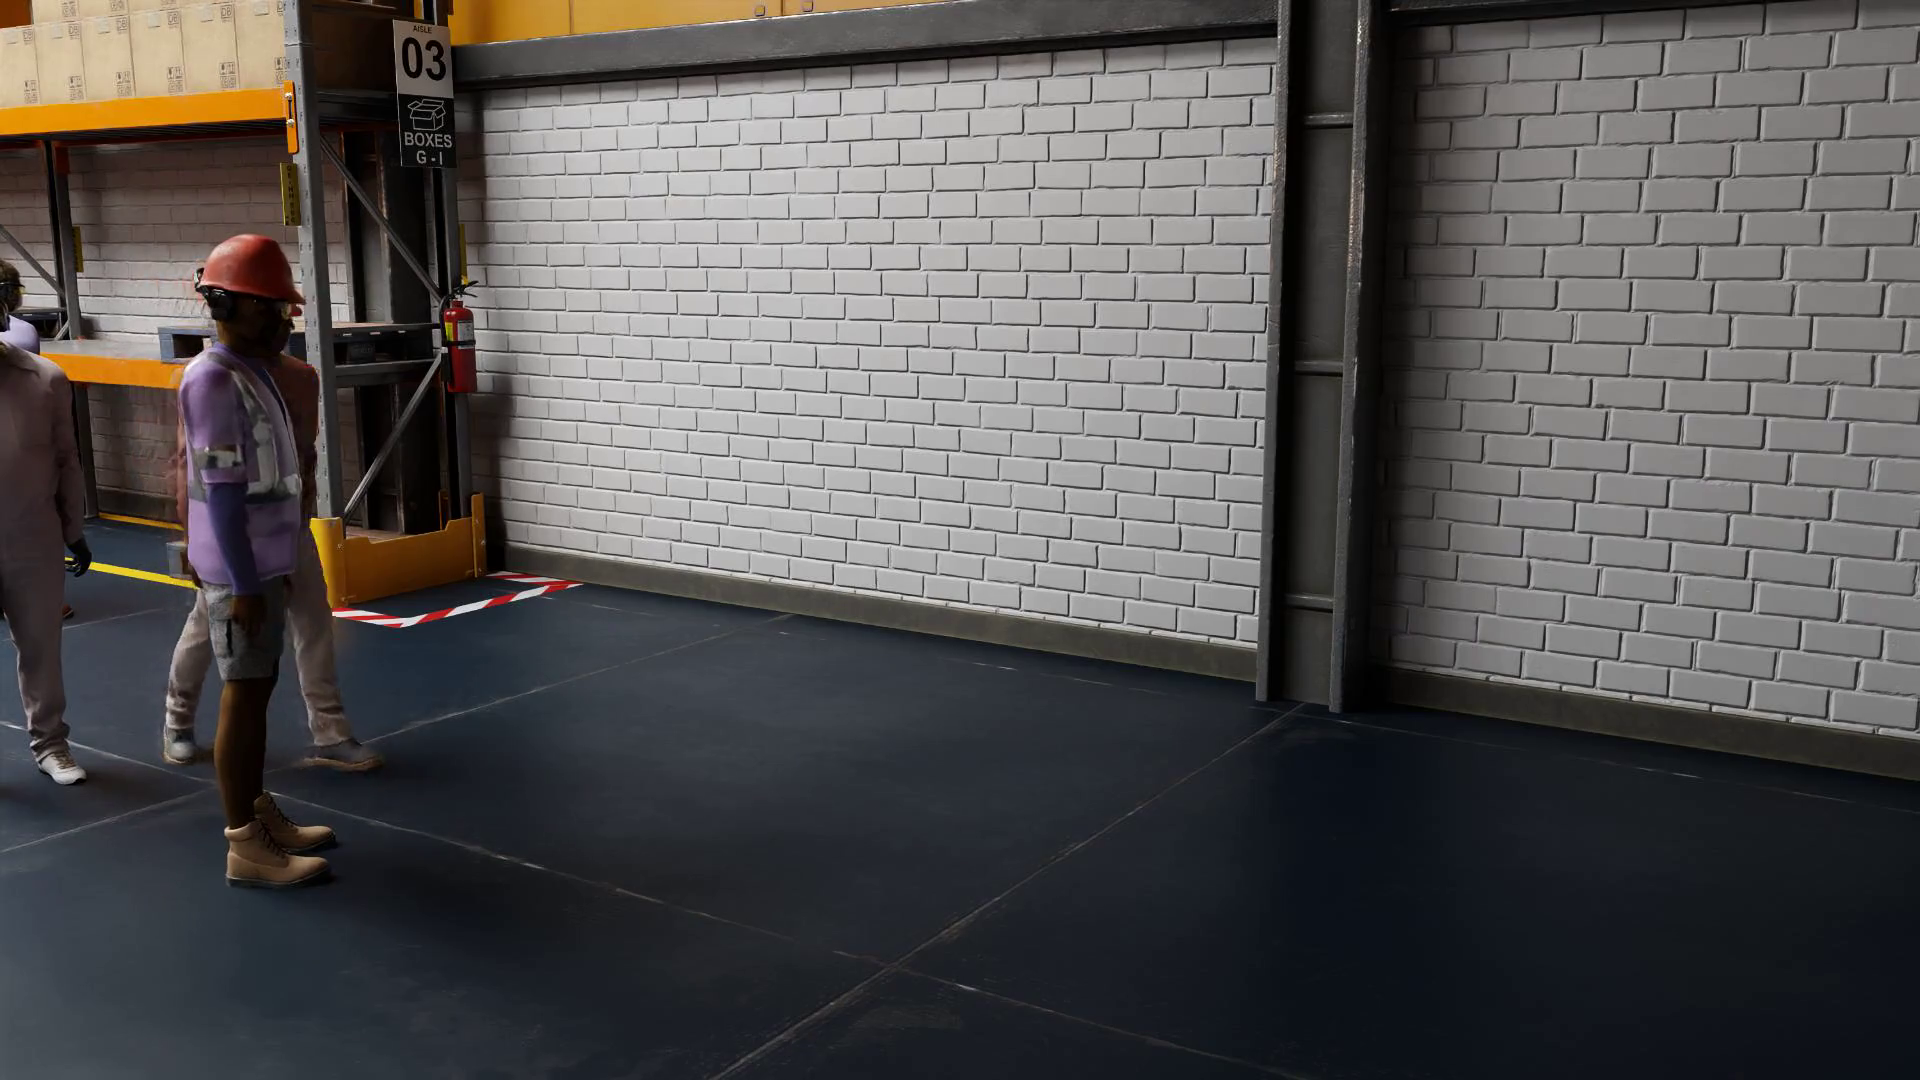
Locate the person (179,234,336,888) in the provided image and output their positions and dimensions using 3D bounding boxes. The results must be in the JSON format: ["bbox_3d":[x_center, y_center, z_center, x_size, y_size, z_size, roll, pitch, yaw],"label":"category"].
[{"bbox_3d":[-2.212,0.069,5.258,0.394,2.037,0.605,-2,11,-13],"label":"person"}]

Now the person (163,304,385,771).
[{"bbox_3d":[-2.744,-0.070,6.328,0.946,1.945,0.651,5,12,27],"label":"person"}]

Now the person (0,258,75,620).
[{"bbox_3d":[-5.019,-0.509,8.756,0.629,1.932,0.359,5,11,24],"label":"person"}]

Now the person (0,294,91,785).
[{"bbox_3d":[-3.504,-0.005,6.032,0.651,1.906,0.403,-9,14,-41],"label":"person"}]
